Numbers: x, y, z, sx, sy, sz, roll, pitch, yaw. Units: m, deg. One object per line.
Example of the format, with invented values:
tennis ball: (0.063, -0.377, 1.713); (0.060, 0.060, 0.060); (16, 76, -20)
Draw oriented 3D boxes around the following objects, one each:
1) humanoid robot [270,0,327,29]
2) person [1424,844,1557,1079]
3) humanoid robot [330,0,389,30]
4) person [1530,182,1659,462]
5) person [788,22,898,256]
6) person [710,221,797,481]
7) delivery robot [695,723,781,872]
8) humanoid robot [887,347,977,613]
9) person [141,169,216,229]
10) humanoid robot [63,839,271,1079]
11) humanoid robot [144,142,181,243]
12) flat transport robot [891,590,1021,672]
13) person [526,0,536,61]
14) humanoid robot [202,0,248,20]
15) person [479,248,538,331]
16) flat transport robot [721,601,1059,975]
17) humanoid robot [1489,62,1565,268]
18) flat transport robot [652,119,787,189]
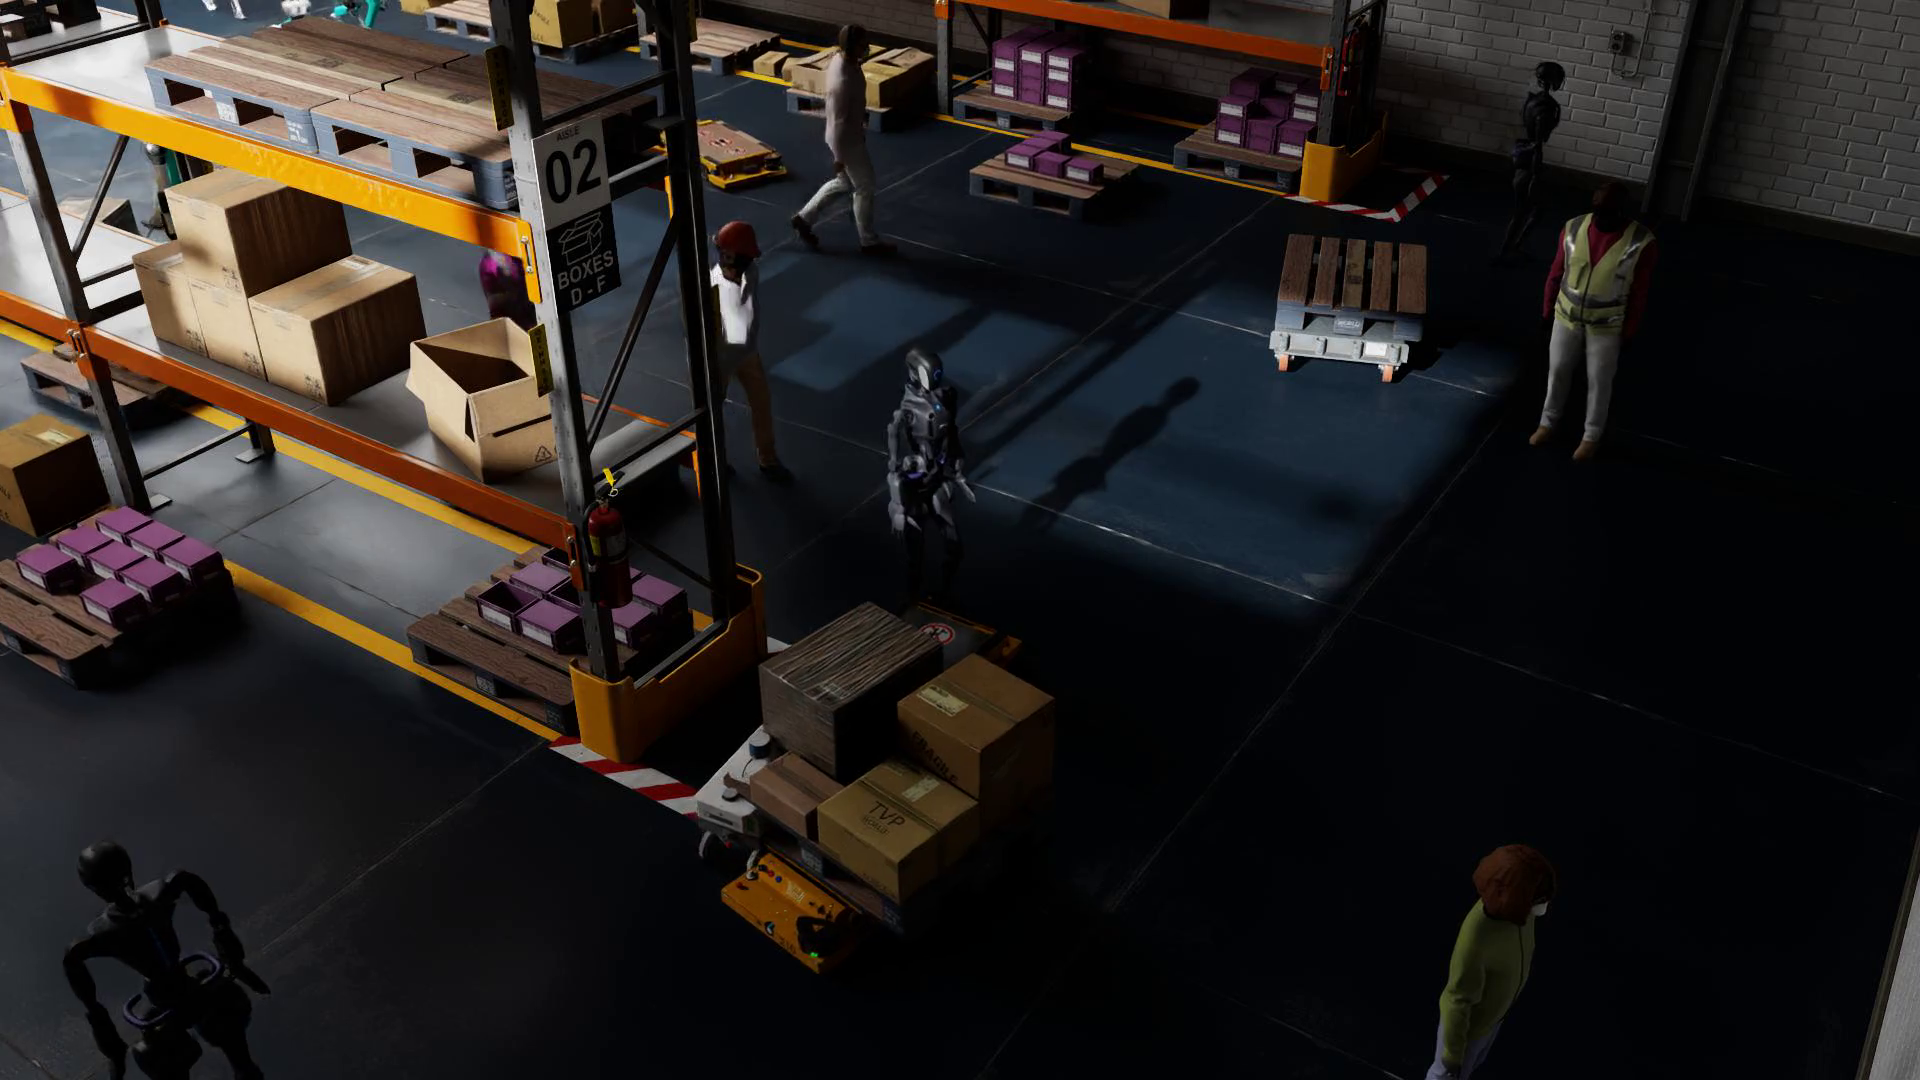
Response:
humanoid robot: (-5.675, -3.831, 14.413); (0.559, 1.774, 0.819); (-23, 40, -31)
person: (1.870, 1.711, 5.990); (0.265, 1.631, 0.506); (25, 40, 33)
humanoid robot: (-6.328, -5.690, 17.315); (1.017, 1.774, 0.535); (24, 40, 32)
person: (4.005, -1.400, 10.596); (0.634, 1.831, 0.430); (24, 40, 32)
person: (-0.965, -3.180, 13.261); (0.824, 1.909, 0.623); (-2, 33, -3)
person: (-1.358, -1.118, 10.254); (0.720, 1.713, 0.589); (26, 41, 34)
delivery robot: (-0.923, 1.160, 7.821); (0.499, 0.587, 0.785); (15, 36, 22)
humanoid robot: (-0.178, -0.267, 8.985); (0.356, 1.649, 0.599); (24, 40, 32)
person: (-6.483, -3.354, 13.716); (0.927, 1.701, 0.559); (8, 34, 12)
humanoid robot: (-2.794, 1.692, 5.989); (0.590, 1.644, 0.610); (23, 39, 30)
humanoid robot: (-5.881, -2.352, 12.171); (0.922, 1.786, 0.563); (7, 34, 11)
flat transport robot: (-0.319, 0.767, 8.694); (0.659, 0.231, 1.431); (19, 38, 27)
person: (-3.960, -4.285, 14.919); (0.426, 1.949, 0.497); (4, 33, 6)
humanoid robot: (-8.722, -6.964, 19.264); (1.000, 1.776, 0.531); (27, 42, 35)
person: (-2.752, -1.345, 10.527); (0.894, 1.809, 0.517); (17, 37, 25)
flat transport robot: (-0.355, 1.402, 7.719); (0.659, 0.231, 1.431); (27, 42, 35)
humanoid robot: (4.510, -2.942, 13.106); (0.431, 1.644, 0.599); (8, 34, 12)
flat transport robot: (-2.259, -3.598, 15.402); (0.659, 0.231, 1.431); (-22, 39, -30)
